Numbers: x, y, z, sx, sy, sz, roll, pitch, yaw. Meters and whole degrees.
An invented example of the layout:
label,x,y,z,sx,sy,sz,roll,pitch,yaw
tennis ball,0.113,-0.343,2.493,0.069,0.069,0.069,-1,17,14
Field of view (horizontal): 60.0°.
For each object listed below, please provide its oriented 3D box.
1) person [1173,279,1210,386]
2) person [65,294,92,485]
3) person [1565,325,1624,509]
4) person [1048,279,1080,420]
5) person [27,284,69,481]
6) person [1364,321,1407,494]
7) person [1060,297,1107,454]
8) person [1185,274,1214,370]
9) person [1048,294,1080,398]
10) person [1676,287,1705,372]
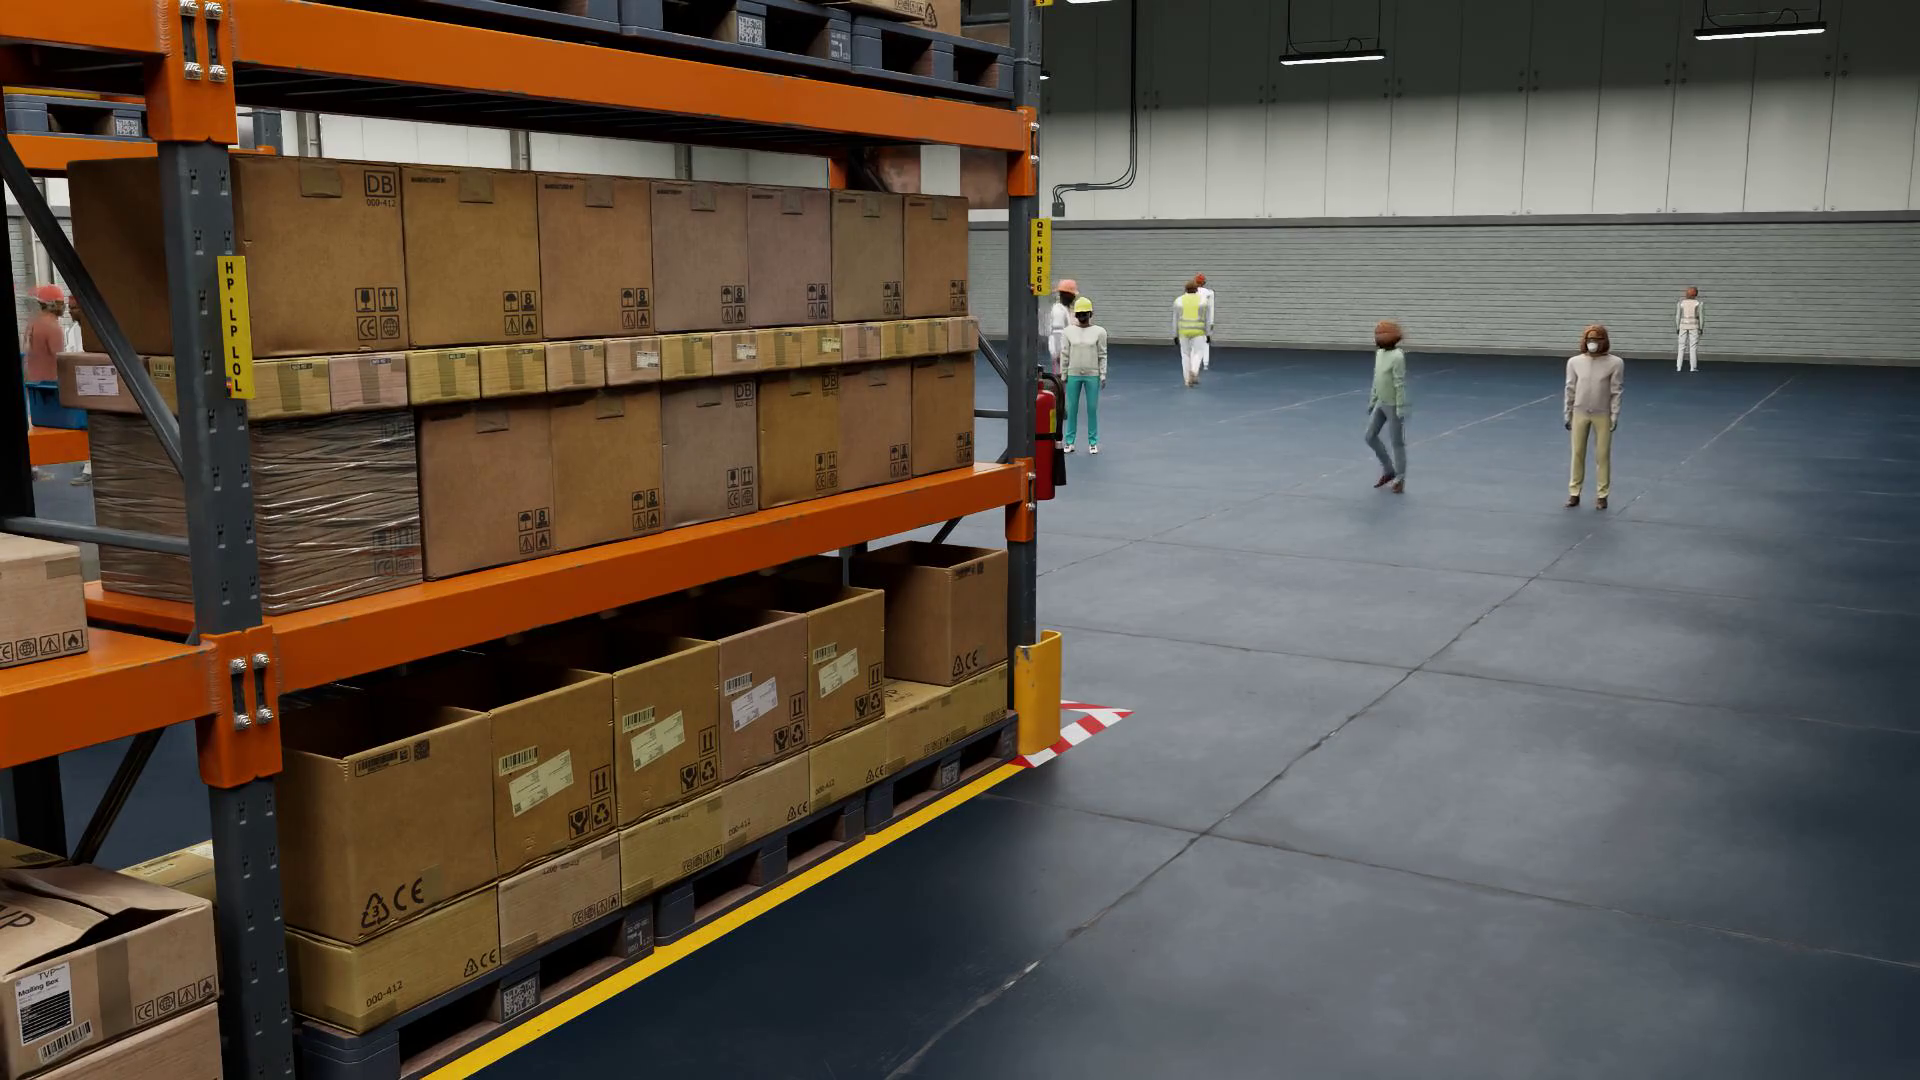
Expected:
label,x,y,z,sx,sy,sz,roll,pitch,yaw
person,3.935,-3.520,28.345,0.650,1.828,0.536,3,10,15
person,-8.413,-1.452,16.103,0.585,1.880,0.337,4,10,20
person,5.596,-1.087,14.713,0.495,1.627,0.286,6,11,32
person,1.362,-2.587,22.655,0.551,1.913,0.583,2,10,10
person,-8.973,-1.568,16.599,1.010,1.937,0.645,-8,13,-40
person,4.043,-1.260,15.750,0.353,1.612,0.594,-2,10,-11
person,1.389,-1.847,18.758,0.533,1.767,0.327,2,10,11
person,4.690,-4.275,32.633,0.576,1.881,0.354,0,10,1
person,1.521,-2.729,24.073,0.522,1.717,0.931,2,10,14
person,14.052,-4.048,32.026,0.523,1.638,0.310,8,12,38
